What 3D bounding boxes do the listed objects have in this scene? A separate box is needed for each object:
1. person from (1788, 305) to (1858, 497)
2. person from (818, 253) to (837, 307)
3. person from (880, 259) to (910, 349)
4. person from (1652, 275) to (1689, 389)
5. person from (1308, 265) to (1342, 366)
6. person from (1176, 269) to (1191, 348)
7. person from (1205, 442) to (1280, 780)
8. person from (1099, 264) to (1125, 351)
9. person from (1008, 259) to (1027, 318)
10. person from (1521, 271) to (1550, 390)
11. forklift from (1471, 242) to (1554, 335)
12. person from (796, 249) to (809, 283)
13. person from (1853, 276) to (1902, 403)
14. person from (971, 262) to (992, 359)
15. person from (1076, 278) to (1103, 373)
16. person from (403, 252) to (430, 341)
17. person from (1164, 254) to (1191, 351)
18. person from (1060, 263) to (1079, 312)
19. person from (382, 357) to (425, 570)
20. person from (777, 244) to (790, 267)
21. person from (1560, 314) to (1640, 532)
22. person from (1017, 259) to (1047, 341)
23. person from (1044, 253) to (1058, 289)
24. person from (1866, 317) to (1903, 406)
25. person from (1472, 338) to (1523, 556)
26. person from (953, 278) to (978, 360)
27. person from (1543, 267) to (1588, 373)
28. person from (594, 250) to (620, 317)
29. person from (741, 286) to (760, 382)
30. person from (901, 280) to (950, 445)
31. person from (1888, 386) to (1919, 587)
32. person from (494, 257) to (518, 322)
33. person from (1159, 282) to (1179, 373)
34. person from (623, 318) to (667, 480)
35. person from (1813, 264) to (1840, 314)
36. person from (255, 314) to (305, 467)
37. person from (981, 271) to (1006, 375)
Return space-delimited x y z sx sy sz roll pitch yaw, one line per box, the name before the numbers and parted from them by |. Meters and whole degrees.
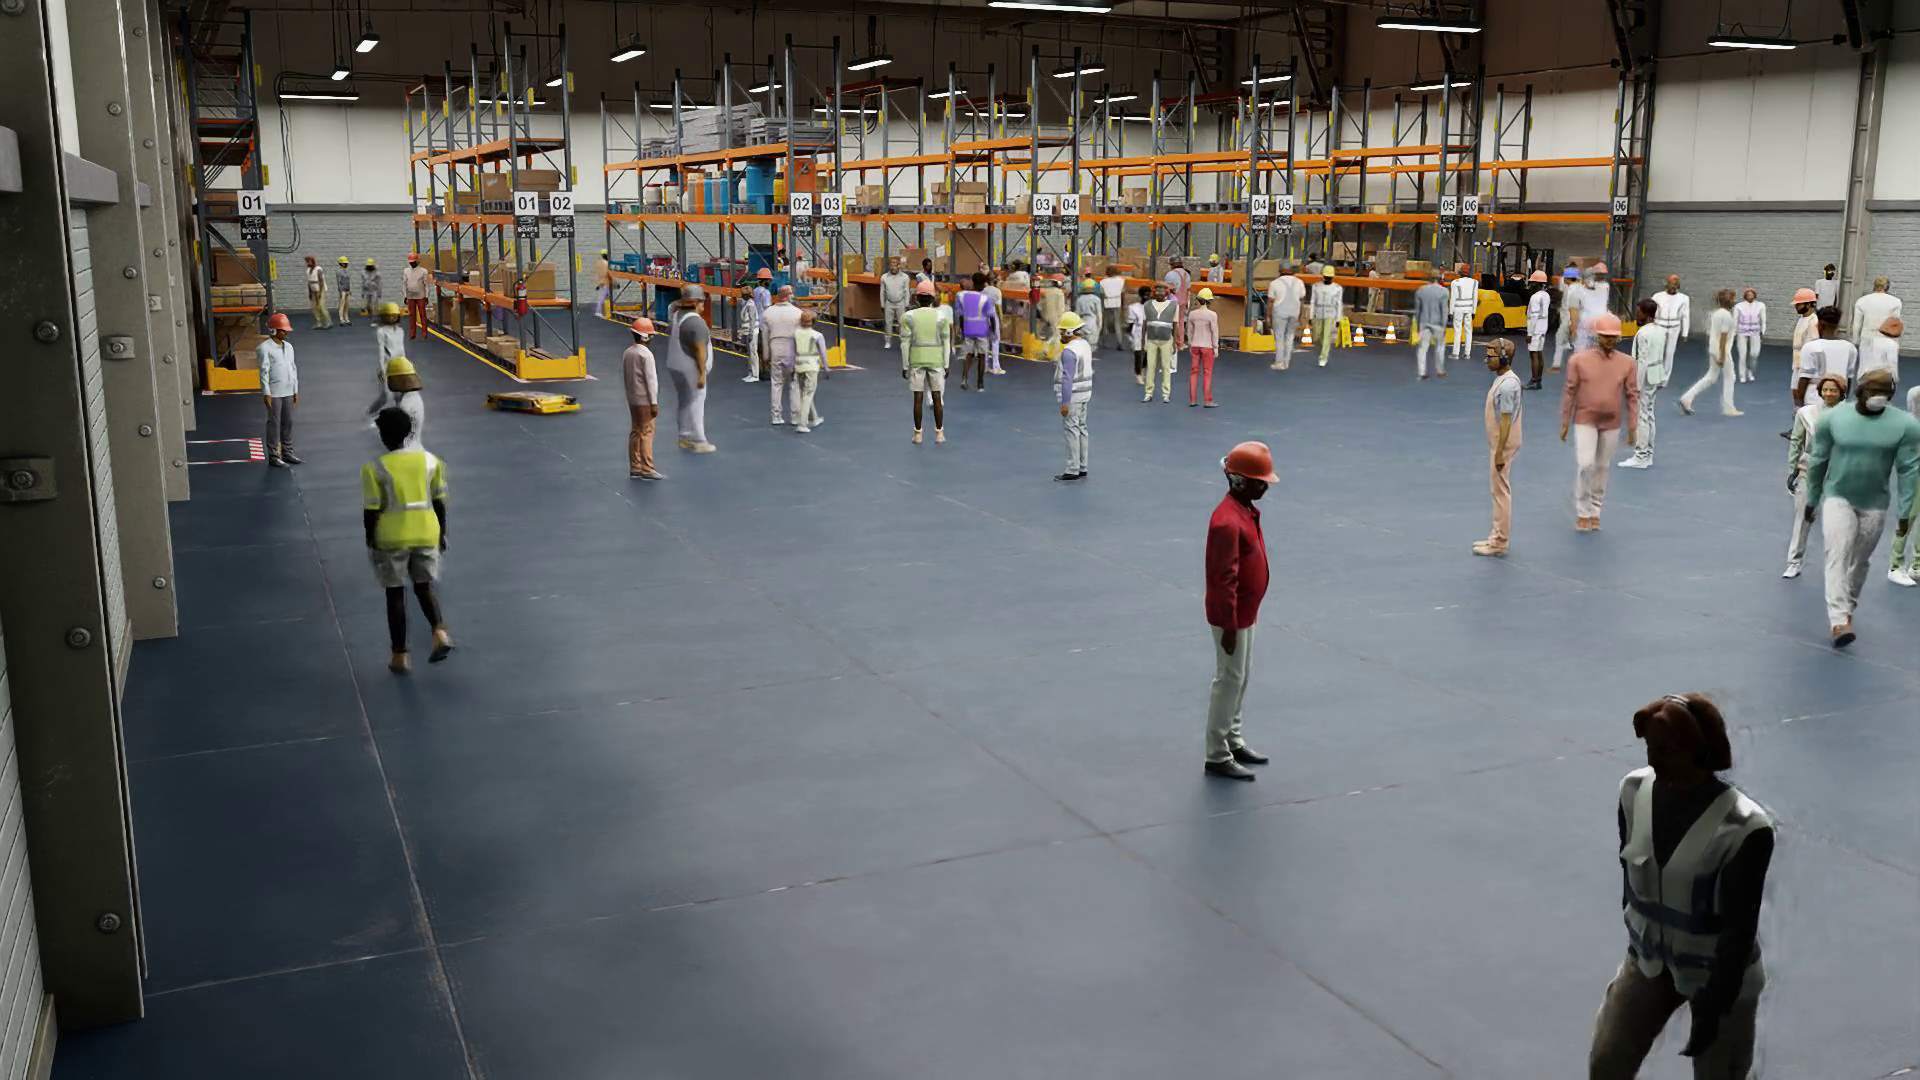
person | 8.706 -1.383 16.790 0.609 1.955 0.379 -3 11 -13
person | -3.965 -7.948 50.263 0.642 1.910 0.401 7 13 31
person | -1.390 -5.006 35.353 0.636 1.900 0.397 1 11 4
person | 11.607 -3.394 27.260 0.614 1.845 0.929 4 12 20
person | 6.896 -4.231 31.373 0.611 1.902 0.499 6 13 28
person | 4.757 -4.933 35.506 0.323 1.686 0.538 -2 11 -9
person | 1.435 0.356 8.497 0.355 1.737 0.578 4 12 19
person | 3.209 -4.895 35.016 0.570 1.809 0.919 -1 11 -7
person | 1.350 -5.585 38.517 0.521 1.815 1.014 -4 12 -21
person | 9.393 -3.416 27.147 0.347 1.942 0.545 9 14 37
forklift | 13.047 -6.049 39.881 2.313 2.155 1.214 -5 12 -23
person | -5.026 -8.274 52.358 0.574 1.738 0.352 -3 12 -16
person | 13.759 -2.989 25.000 0.629 1.933 0.379 10 15 41
person | 0.468 -4.535 32.920 0.402 1.906 0.652 5 12 23
person | 2.258 -3.789 29.575 0.489 1.719 0.703 9 14 38
person | -12.315 -5.505 37.650 0.609 1.986 0.390 1 11 7
person | 4.469 -4.961 34.741 0.685 2.000 0.535 -10 15 -41
person | 2.325 -4.985 35.473 0.500 1.817 0.982 -7 13 -31
person | -4.466 -0.609 13.422 0.313 1.736 0.487 -2 11 -9
person | -4.803 -6.929 44.771 0.403 2.029 0.613 6 12 26
person | 5.774 -1.035 14.949 0.654 1.971 0.704 1 11 7
person | 1.480 -5.403 37.444 0.682 1.884 0.976 -11 15 -43
person | 2.898 -8.327 52.979 0.529 1.592 0.851 1 11 5
person | 11.324 -1.932 20.425 0.365 1.615 0.545 0 11 1
person | 4.546 -0.780 14.019 0.348 1.839 0.504 3 12 15
person | 0.161 -4.284 32.417 0.641 1.611 0.526 9 14 39
person | 11.021 -3.929 29.827 0.863 1.919 0.611 7 13 32
person | -9.841 -7.131 46.250 0.691 1.861 0.996 10 15 42
person | -3.585 -3.520 28.441 0.314 1.640 0.515 -2 11 -12
person | -0.428 -2.208 20.745 0.609 2.044 0.393 0 11 -2
person | 7.517 -0.571 12.884 0.521 1.865 0.319 -3 12 -16
person | -12.102 -6.663 44.166 0.583 1.735 0.653 8 13 34
person | 3.796 -3.828 30.034 0.313 1.634 0.514 -3 12 -15
person | -3.416 -1.526 18.023 0.341 1.747 0.575 -9 14 -37
person | 17.299 -4.579 33.238 0.508 1.872 0.329 -1 11 -6
person | -7.733 -1.704 18.955 0.353 1.741 0.569 3 12 16
person | 0.582 -3.876 29.728 0.506 1.847 0.346 11 15 43
